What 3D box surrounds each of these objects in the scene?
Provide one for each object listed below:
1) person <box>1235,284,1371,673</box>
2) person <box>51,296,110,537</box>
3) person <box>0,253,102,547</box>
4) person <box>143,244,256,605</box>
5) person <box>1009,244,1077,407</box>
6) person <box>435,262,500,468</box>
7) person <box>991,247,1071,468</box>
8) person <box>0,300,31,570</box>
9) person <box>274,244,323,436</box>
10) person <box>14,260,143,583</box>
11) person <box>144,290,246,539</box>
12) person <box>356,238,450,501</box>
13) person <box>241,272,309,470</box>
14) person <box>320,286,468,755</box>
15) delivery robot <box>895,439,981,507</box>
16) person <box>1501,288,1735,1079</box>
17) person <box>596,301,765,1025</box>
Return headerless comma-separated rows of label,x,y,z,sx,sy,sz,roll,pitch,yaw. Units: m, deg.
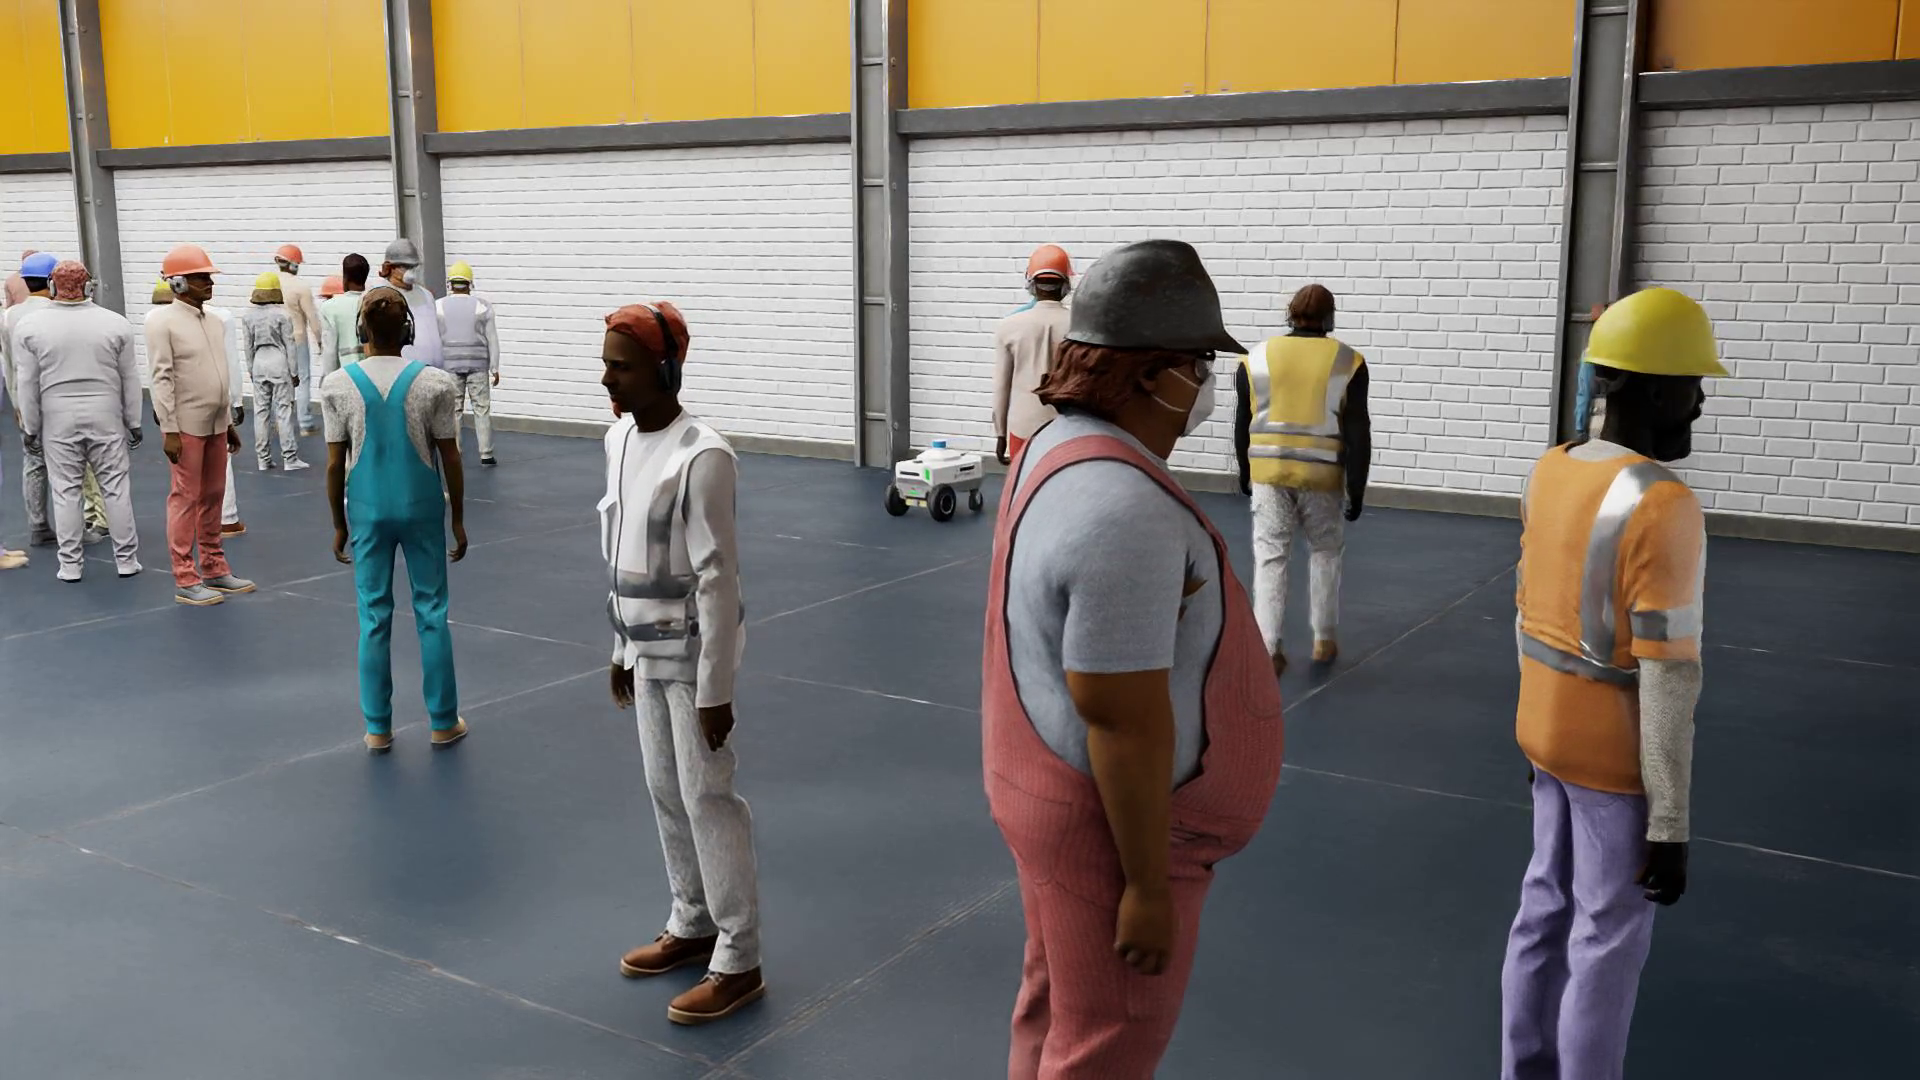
person,1.622,-0.294,7.897,0.657,1.813,0.744,4,11,20
person,-5.989,-0.882,11.306,0.332,1.753,0.561,-8,13,-39
person,-5.980,-0.906,10.939,0.607,1.939,0.420,3,11,15
person,-4.271,-0.646,9.330,0.374,1.997,0.608,2,10,9
person,0.504,-0.710,9.693,0.381,1.994,0.622,8,13,36
person,-4.381,-1.538,14.737,0.602,1.827,0.404,-2,10,-9
person,0.477,-0.603,9.145,0.613,1.985,0.422,1,10,4
person,-5.986,-0.720,10.200,0.357,1.836,0.511,-8,13,-37
person,-6.897,-2.063,17.233,0.622,1.978,0.470,5,11,25
person,-5.215,-0.702,9.890,0.655,1.906,0.407,-6,12,-30
person,-5.161,-0.938,11.261,0.584,1.882,0.339,-3,11,-15
person,-4.185,-1.270,12.668,0.538,2.000,0.684,6,12,31
person,-6.052,-1.483,14.672,0.487,1.744,0.295,2,10,8
person,-2.213,-0.070,6.560,0.515,1.845,0.338,-2,10,-13
delivery robot,-0.152,-0.497,12.241,0.477,0.478,0.707,7,13,36
person,1.384,0.439,3.540,0.391,1.923,0.619,-2,10,-8
person,-0.743,0.320,4.355,0.374,1.872,0.590,-7,12,-33
